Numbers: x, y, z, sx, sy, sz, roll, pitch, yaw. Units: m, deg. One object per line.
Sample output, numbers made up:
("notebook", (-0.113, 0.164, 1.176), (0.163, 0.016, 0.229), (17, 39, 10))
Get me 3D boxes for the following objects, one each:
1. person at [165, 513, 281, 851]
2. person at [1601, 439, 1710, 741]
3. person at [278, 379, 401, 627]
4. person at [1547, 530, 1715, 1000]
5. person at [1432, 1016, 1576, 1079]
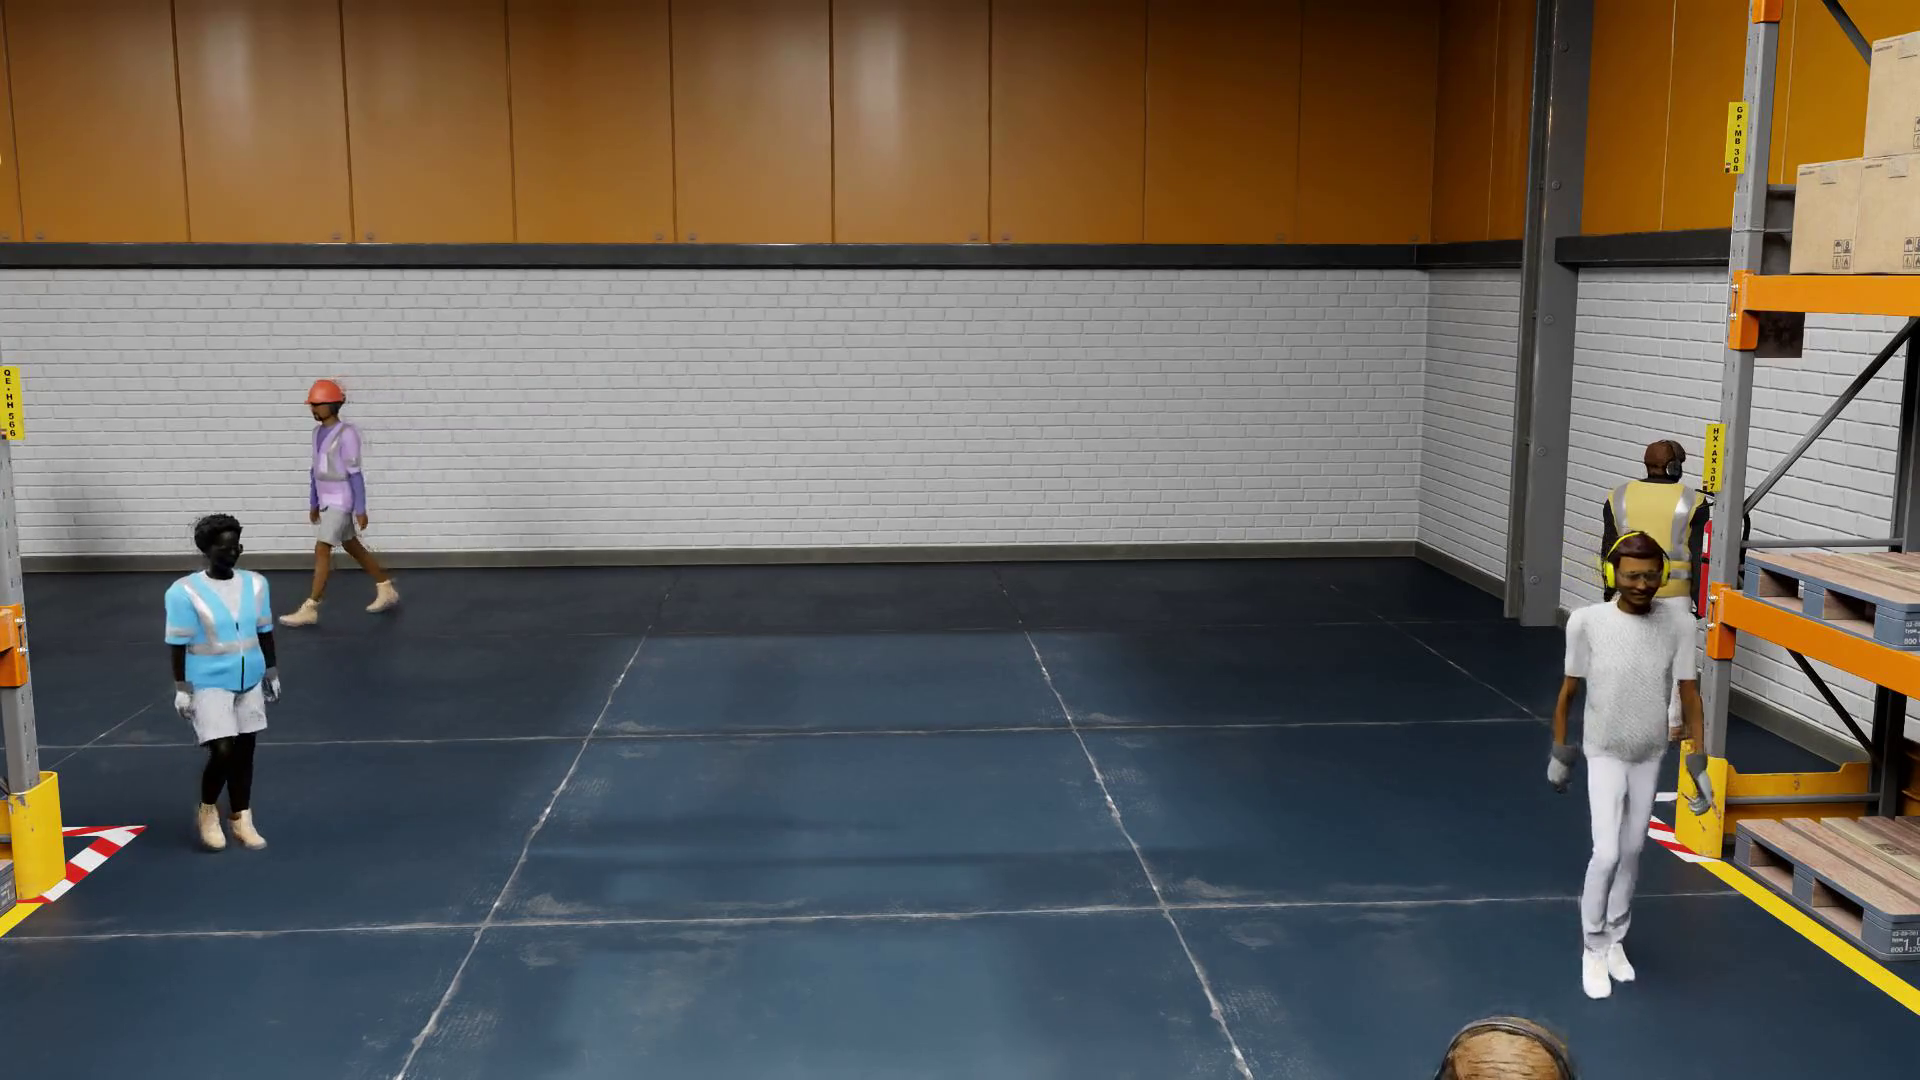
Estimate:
("person", (-3.570, 0.703, 8.123), (0.367, 1.685, 0.551), (6, 11, 32))
("person", (4.258, 0.303, 10.186), (0.634, 1.839, 0.428), (7, 11, 38))
("person", (-5.111, -0.328, 13.671), (1.064, 1.996, 0.622), (-9, 13, -44))
("person", (2.650, 0.882, 6.537), (0.542, 1.841, 0.641), (0, 9, 3))
("person", (0.773, 1.538, 2.444), (0.521, 1.834, 0.491), (3, 9, 17))
